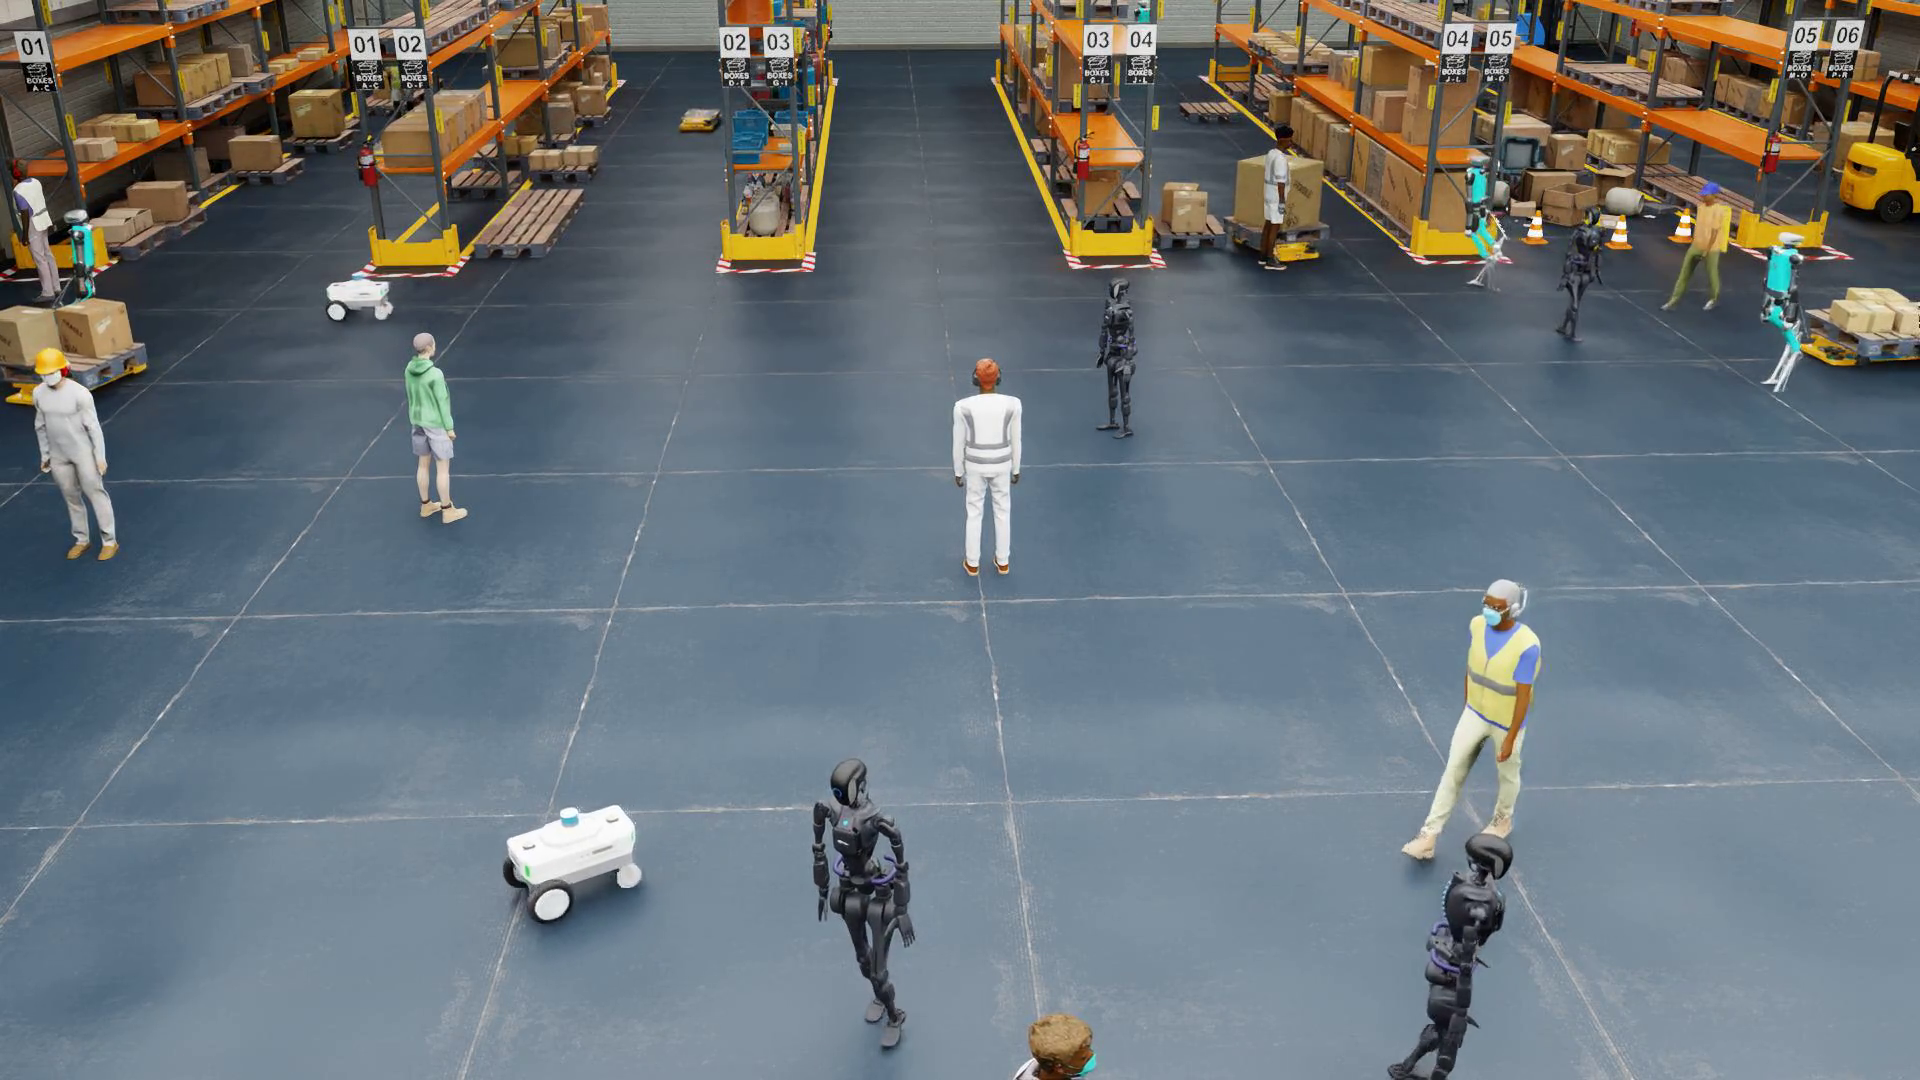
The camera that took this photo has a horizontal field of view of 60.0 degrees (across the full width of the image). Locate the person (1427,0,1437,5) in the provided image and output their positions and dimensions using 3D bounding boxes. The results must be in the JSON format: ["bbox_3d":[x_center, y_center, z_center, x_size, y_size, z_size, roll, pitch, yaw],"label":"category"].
[{"bbox_3d":[11.740,-13.017,41.840,0.379,1.797,0.603,-13,27,-27],"label":"person"}]

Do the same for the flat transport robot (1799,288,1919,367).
[{"bbox_3d":[10.703,-2.263,19.557,1.431,0.231,0.659,-4,24,-9],"label":"flat transport robot"}]

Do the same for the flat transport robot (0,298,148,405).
[{"bbox_3d":[-9.829,-1.798,18.514,0.659,0.231,1.431,6,25,13],"label":"flat transport robot"}]

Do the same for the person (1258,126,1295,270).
[{"bbox_3d":[4.395,-4.757,23.076,0.362,1.963,0.612,-3,24,-6],"label":"person"}]

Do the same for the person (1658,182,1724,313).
[{"bbox_3d":[9.397,-3.688,21.032,0.911,1.659,0.444,-12,27,-25],"label":"person"}]

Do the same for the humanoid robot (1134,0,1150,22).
[{"bbox_3d":[4.124,-11.840,39.106,0.533,1.677,0.735,-17,29,-33],"label":"humanoid robot"}]

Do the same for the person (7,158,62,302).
[{"bbox_3d":[-11.993,-4.019,21.565,0.391,1.846,0.563,-2,24,-5],"label":"person"}]

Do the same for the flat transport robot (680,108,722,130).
[{"bbox_3d":[-5.215,-8.477,33.521,0.659,0.231,1.431,0,24,0],"label":"flat transport robot"}]

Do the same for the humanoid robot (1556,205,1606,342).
[{"bbox_3d":[7.489,-3.206,19.968,0.610,1.633,0.681,-10,26,-22],"label":"humanoid robot"}]

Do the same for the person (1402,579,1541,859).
[{"bbox_3d":[3.147,1.124,10.021,0.995,1.842,0.506,-20,31,-37],"label":"person"}]

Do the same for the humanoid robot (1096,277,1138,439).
[{"bbox_3d":[1.608,-1.862,16.907,0.315,1.657,0.599,-11,26,-23],"label":"humanoid robot"}]

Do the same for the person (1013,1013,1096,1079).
[{"bbox_3d":[0.349,2.638,6.522,0.367,1.915,0.500,-5,24,-11],"label":"person"}]

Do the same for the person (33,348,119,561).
[{"bbox_3d":[-7.542,-0.732,14.132,0.569,1.889,0.389,2,24,5],"label":"person"}]

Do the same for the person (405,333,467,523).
[{"bbox_3d":[-4.752,-1.008,14.940,0.471,1.735,0.326,13,27,28],"label":"person"}]

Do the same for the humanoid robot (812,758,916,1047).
[{"bbox_3d":[-0.470,1.831,8.637,0.596,1.634,0.415,11,26,23],"label":"humanoid robot"}]

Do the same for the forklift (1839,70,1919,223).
[{"bbox_3d":[15.132,-6.143,25.915,2.313,2.155,1.214,-1,24,-2],"label":"forklift"}]

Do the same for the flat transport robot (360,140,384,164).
[{"bbox_3d":[-10.446,-7.095,30.416,0.659,0.231,1.431,0,24,-1],"label":"flat transport robot"}]

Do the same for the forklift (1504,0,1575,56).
[{"bbox_3d":[14.700,-13.805,42.301,1.873,2.768,1.129,-1,24,-2],"label":"forklift"}]

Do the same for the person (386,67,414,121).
[{"bbox_3d":[-11.016,-8.895,32.745,0.552,1.643,0.858,0,24,-1],"label":"person"}]

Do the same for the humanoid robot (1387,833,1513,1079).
[{"bbox_3d":[2.345,2.086,8.052,0.446,1.642,0.600,6,25,14],"label":"humanoid robot"}]

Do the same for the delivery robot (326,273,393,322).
[{"bbox_3d":[-7.614,-3.059,21.015,0.816,0.612,0.499,-2,24,-4],"label":"delivery robot"}]

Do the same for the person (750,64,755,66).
[{"bbox_3d":[-4.856,-12.494,40.756,0.882,1.723,0.529,-9,26,-20],"label":"person"}]

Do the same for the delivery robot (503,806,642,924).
[{"bbox_3d":[-2.315,1.873,9.896,0.764,0.582,0.499,-15,28,-30],"label":"delivery robot"}]

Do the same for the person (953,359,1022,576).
[{"bbox_3d":[0.226,-0.596,13.843,0.566,1.878,0.353,-1,24,-2],"label":"person"}]

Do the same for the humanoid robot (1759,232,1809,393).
[{"bbox_3d":[9.146,-2.493,18.285,0.668,1.813,0.530,-4,24,-9],"label":"humanoid robot"}]

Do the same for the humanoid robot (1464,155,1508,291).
[{"bbox_3d":[7.012,-4.122,22.081,0.725,1.904,0.542,17,29,34],"label":"humanoid robot"}]

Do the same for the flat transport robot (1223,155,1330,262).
[{"bbox_3d":[4.578,-4.319,24.178,0.659,0.231,1.431,-7,25,-16],"label":"flat transport robot"}]

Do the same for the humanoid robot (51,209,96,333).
[{"bbox_3d":[-10.248,-2.911,19.172,0.694,1.761,0.530,-7,25,-15],"label":"humanoid robot"}]
